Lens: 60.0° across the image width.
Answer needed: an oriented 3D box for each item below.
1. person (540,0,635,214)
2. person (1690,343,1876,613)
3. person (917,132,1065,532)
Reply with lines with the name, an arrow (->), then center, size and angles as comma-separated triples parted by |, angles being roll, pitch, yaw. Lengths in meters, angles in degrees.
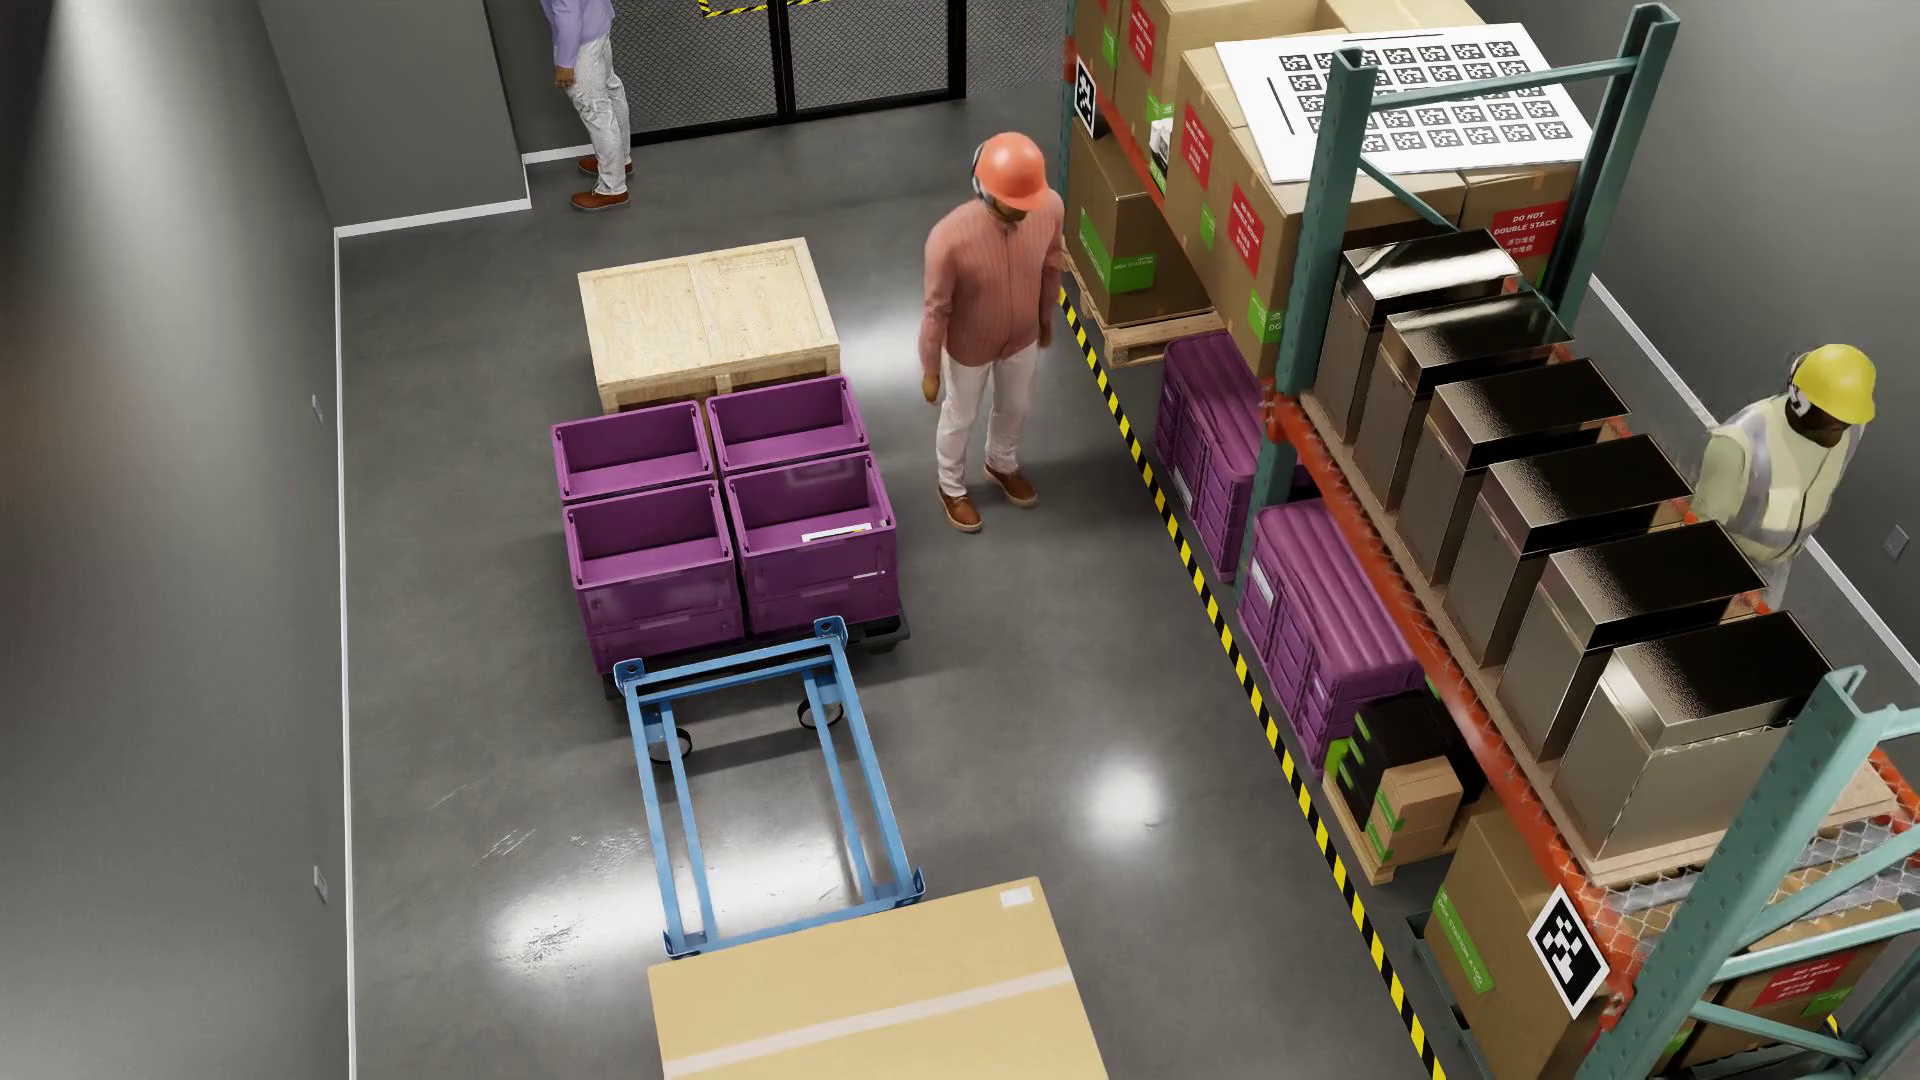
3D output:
person -> -1.886, -2.509, 8.191 | 0.371, 1.941, 0.627 | 1, 47, 1
person -> 2.858, 0.048, 5.941 | 0.624, 1.786, 0.915 | -11, 48, -10
person -> 0.144, -0.787, 6.590 | 0.642, 1.973, 0.465 | -23, 51, -20
